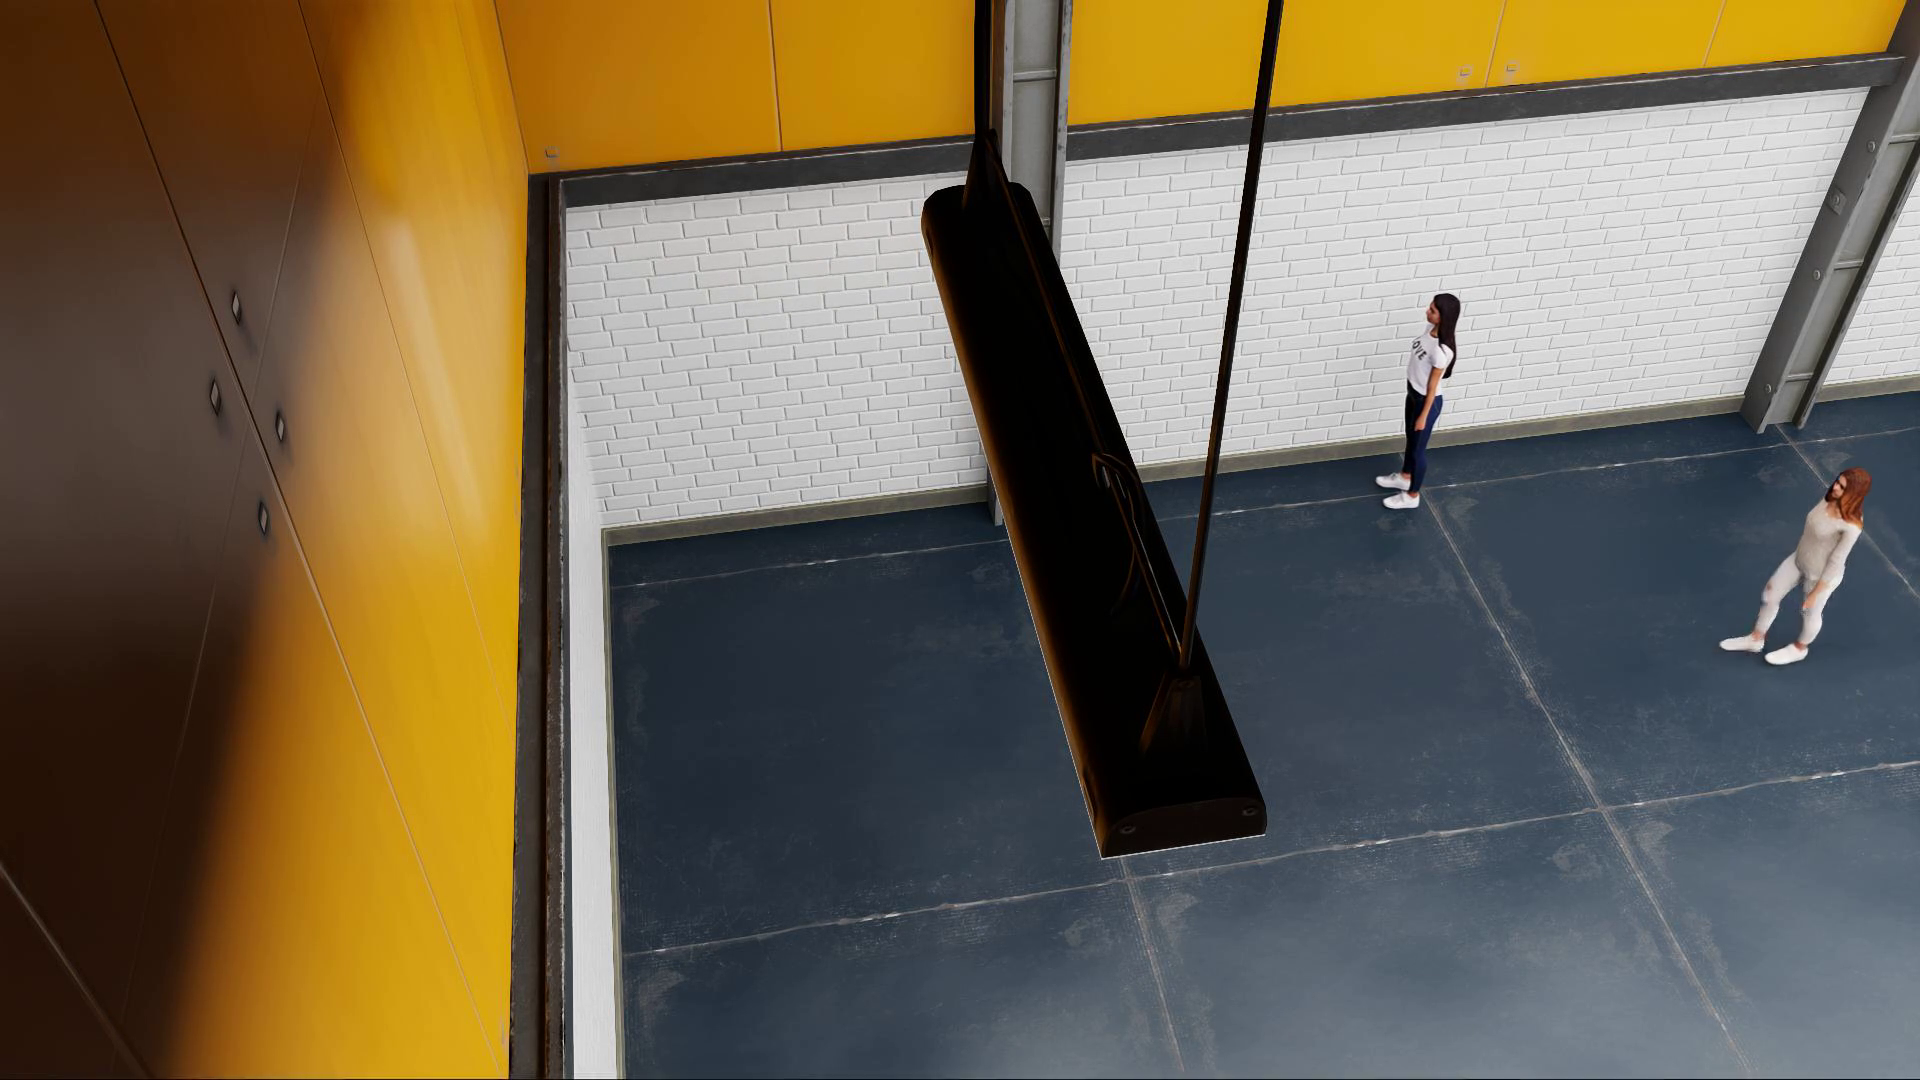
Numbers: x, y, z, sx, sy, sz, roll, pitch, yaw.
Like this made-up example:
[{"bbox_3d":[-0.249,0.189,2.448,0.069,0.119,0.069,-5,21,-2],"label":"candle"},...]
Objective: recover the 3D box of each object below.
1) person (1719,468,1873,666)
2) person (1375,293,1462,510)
[{"bbox_3d":[5.516,0.179,10.564,0.810,1.693,0.670,-2,44,-2],"label":"person"},{"bbox_3d":[3.277,-0.980,11.719,0.578,1.777,0.624,1,44,1],"label":"person"}]
